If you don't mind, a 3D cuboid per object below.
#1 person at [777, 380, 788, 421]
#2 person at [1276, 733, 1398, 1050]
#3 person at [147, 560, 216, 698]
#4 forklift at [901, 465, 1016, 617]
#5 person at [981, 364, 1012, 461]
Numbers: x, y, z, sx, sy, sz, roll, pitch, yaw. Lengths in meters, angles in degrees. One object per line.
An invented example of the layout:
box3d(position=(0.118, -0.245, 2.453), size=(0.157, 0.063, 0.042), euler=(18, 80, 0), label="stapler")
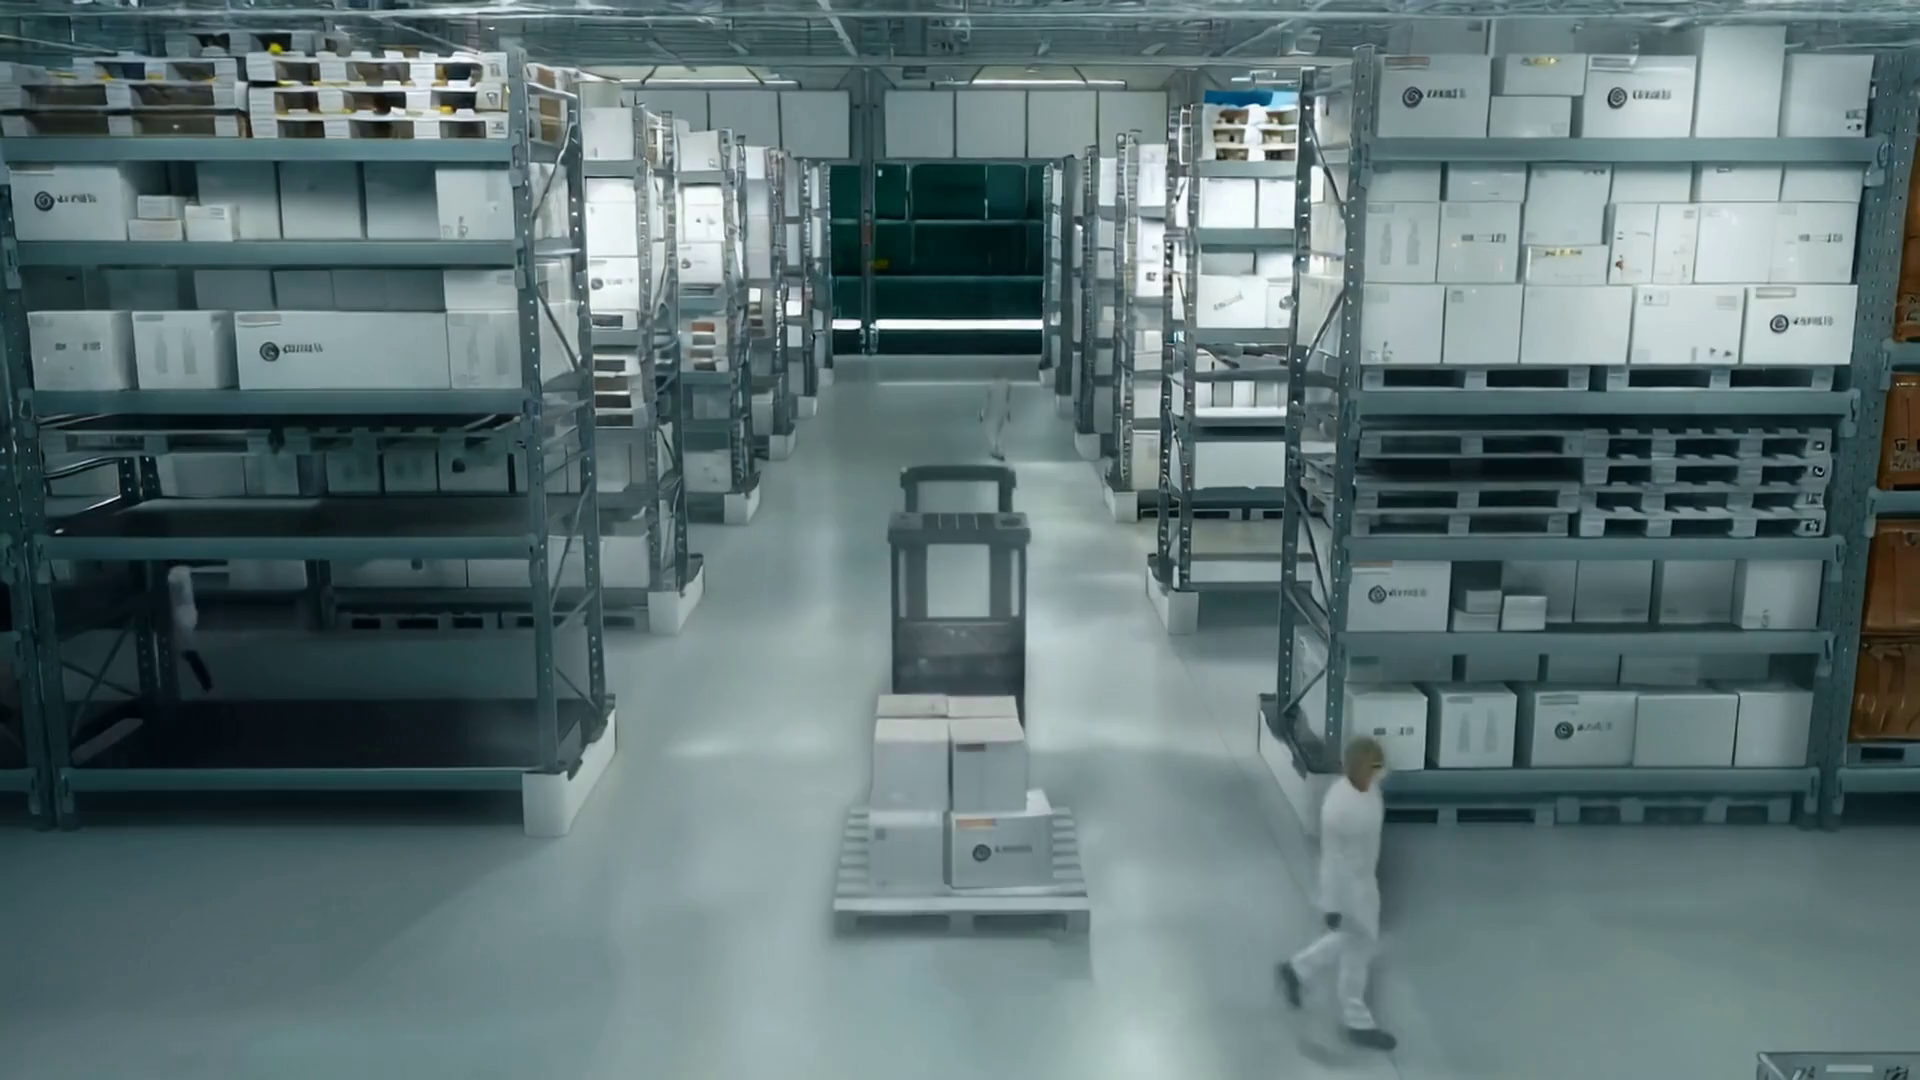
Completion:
box3d(position=(-3.911, -2.942, 35.507), size=(0.855, 1.600, 0.540), euler=(4, 12, 20), label="person")
box3d(position=(2.274, 2.053, 9.910), size=(0.717, 1.924, 0.639), euler=(7, 13, 31), label="person")
box3d(position=(-7.888, 0.828, 16.604), size=(0.804, 1.659, 0.536), euler=(-3, 12, -14), label="person")
box3d(position=(-0.013, 0.775, 13.859), size=(1.129, 2.768, 1.873), euler=(0, 11, 0), label="forklift")
box3d(position=(0.730, -2.504, 32.615), size=(0.651, 1.881, 0.857), euler=(-6, 13, -25), label="person")
